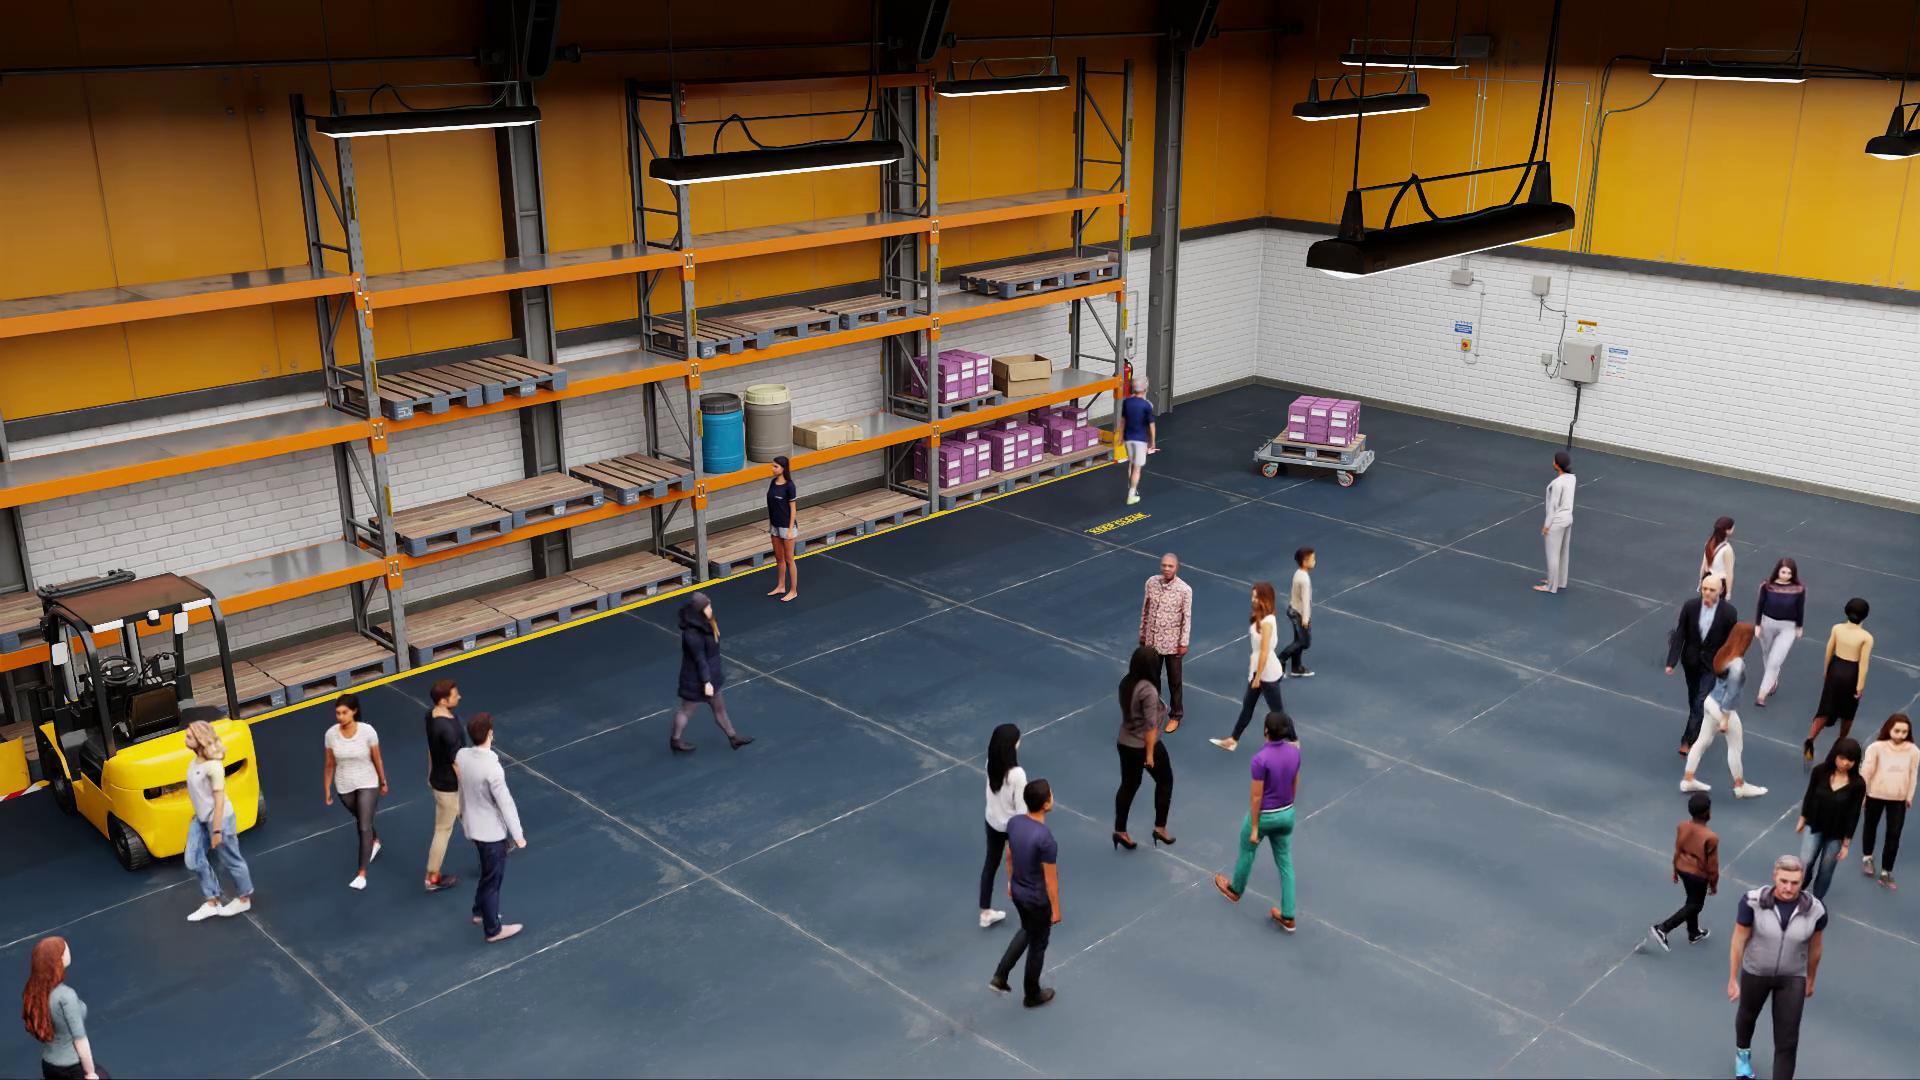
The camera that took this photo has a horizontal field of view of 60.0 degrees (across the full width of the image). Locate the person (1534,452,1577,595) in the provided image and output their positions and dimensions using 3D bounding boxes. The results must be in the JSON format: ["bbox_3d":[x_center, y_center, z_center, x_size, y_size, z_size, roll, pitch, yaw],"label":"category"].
[{"bbox_3d":[7.250,-0.222,20.131,0.684,1.736,0.451,18,25,42],"label":"person"}]

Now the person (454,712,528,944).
[{"bbox_3d":[-3.701,2.225,12.708,0.582,1.837,0.709,-14,23,-36],"label":"person"}]

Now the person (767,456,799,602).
[{"bbox_3d":[-2.110,-0.154,19.883,0.511,1.766,0.564,-17,25,-41],"label":"person"}]

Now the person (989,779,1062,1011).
[{"bbox_3d":[0.441,2.555,11.811,0.786,1.783,0.719,-13,22,-33],"label":"person"}]

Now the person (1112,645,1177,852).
[{"bbox_3d":[1.427,1.797,14.014,0.858,1.814,0.769,-10,21,-27],"label":"person"}]

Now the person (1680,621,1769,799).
[{"bbox_3d":[6.771,1.540,15.001,1.023,1.671,0.992,2,19,6],"label":"person"}]

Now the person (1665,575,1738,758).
[{"bbox_3d":[7.146,1.170,15.973,0.801,1.752,1.221,14,23,36],"label":"person"}]

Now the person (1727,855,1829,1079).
[{"bbox_3d":[5.332,2.844,10.966,1.033,1.776,1.292,6,20,18],"label":"person"}]

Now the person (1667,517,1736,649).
[{"bbox_3d":[8.084,0.563,17.981,1.037,1.621,0.878,-4,19,-12],"label":"person"}]

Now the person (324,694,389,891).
[{"bbox_3d":[-4.949,2.009,13.731,1.062,1.592,1.134,0,19,1],"label":"person"}]

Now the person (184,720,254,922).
[{"bbox_3d":[-5.748,2.177,13.050,0.712,1.710,0.638,-17,25,-41],"label":"person"}]

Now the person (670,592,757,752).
[{"bbox_3d":[-2.548,1.305,15.777,1.142,1.621,1.098,1,19,2],"label":"person"}]

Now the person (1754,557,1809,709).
[{"bbox_3d":[8.366,0.918,17.025,0.693,1.559,1.055,12,22,32],"label":"person"}]

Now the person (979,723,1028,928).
[{"bbox_3d":[0.285,2.241,12.912,0.931,1.677,0.670,-16,24,-39],"label":"person"}]

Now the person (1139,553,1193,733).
[{"bbox_3d":[2.031,0.983,16.443,0.726,1.806,0.636,13,23,34],"label":"person"}]

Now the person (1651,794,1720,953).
[{"bbox_3d":[5.540,2.553,12.675,0.907,1.236,0.739,-6,19,-17],"label":"person"}]

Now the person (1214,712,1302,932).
[{"bbox_3d":[2.474,2.213,12.905,1.076,1.732,0.921,-10,21,-26],"label":"person"}]

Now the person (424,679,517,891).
[{"bbox_3d":[-4.214,2.001,13.400,1.105,1.820,0.805,-13,22,-33],"label":"person"}]

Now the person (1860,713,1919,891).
[{"bbox_3d":[7.616,2.085,13.699,0.780,1.469,0.878,6,19,16],"label":"person"}]

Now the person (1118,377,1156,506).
[{"bbox_3d":[2.438,-1.383,23.448,0.727,1.819,0.765,13,22,33],"label":"person"}]

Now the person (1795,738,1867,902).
[{"bbox_3d":[6.807,2.235,13.012,0.632,1.624,0.653,15,24,38],"label":"person"}]

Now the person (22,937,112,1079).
[{"bbox_3d":[-5.382,3.203,9.960,0.698,1.736,0.722,10,21,27],"label":"person"}]

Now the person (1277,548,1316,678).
[{"bbox_3d":[3.522,0.788,17.573,0.826,1.455,0.771,1,19,2],"label":"person"}]

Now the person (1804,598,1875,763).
[{"bbox_3d":[8.241,1.357,15.614,1.008,1.626,0.655,-15,24,-37],"label":"person"}]

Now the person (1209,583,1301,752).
[{"bbox_3d":[2.990,1.257,15.744,1.133,1.734,1.042,0,19,-1],"label":"person"}]
